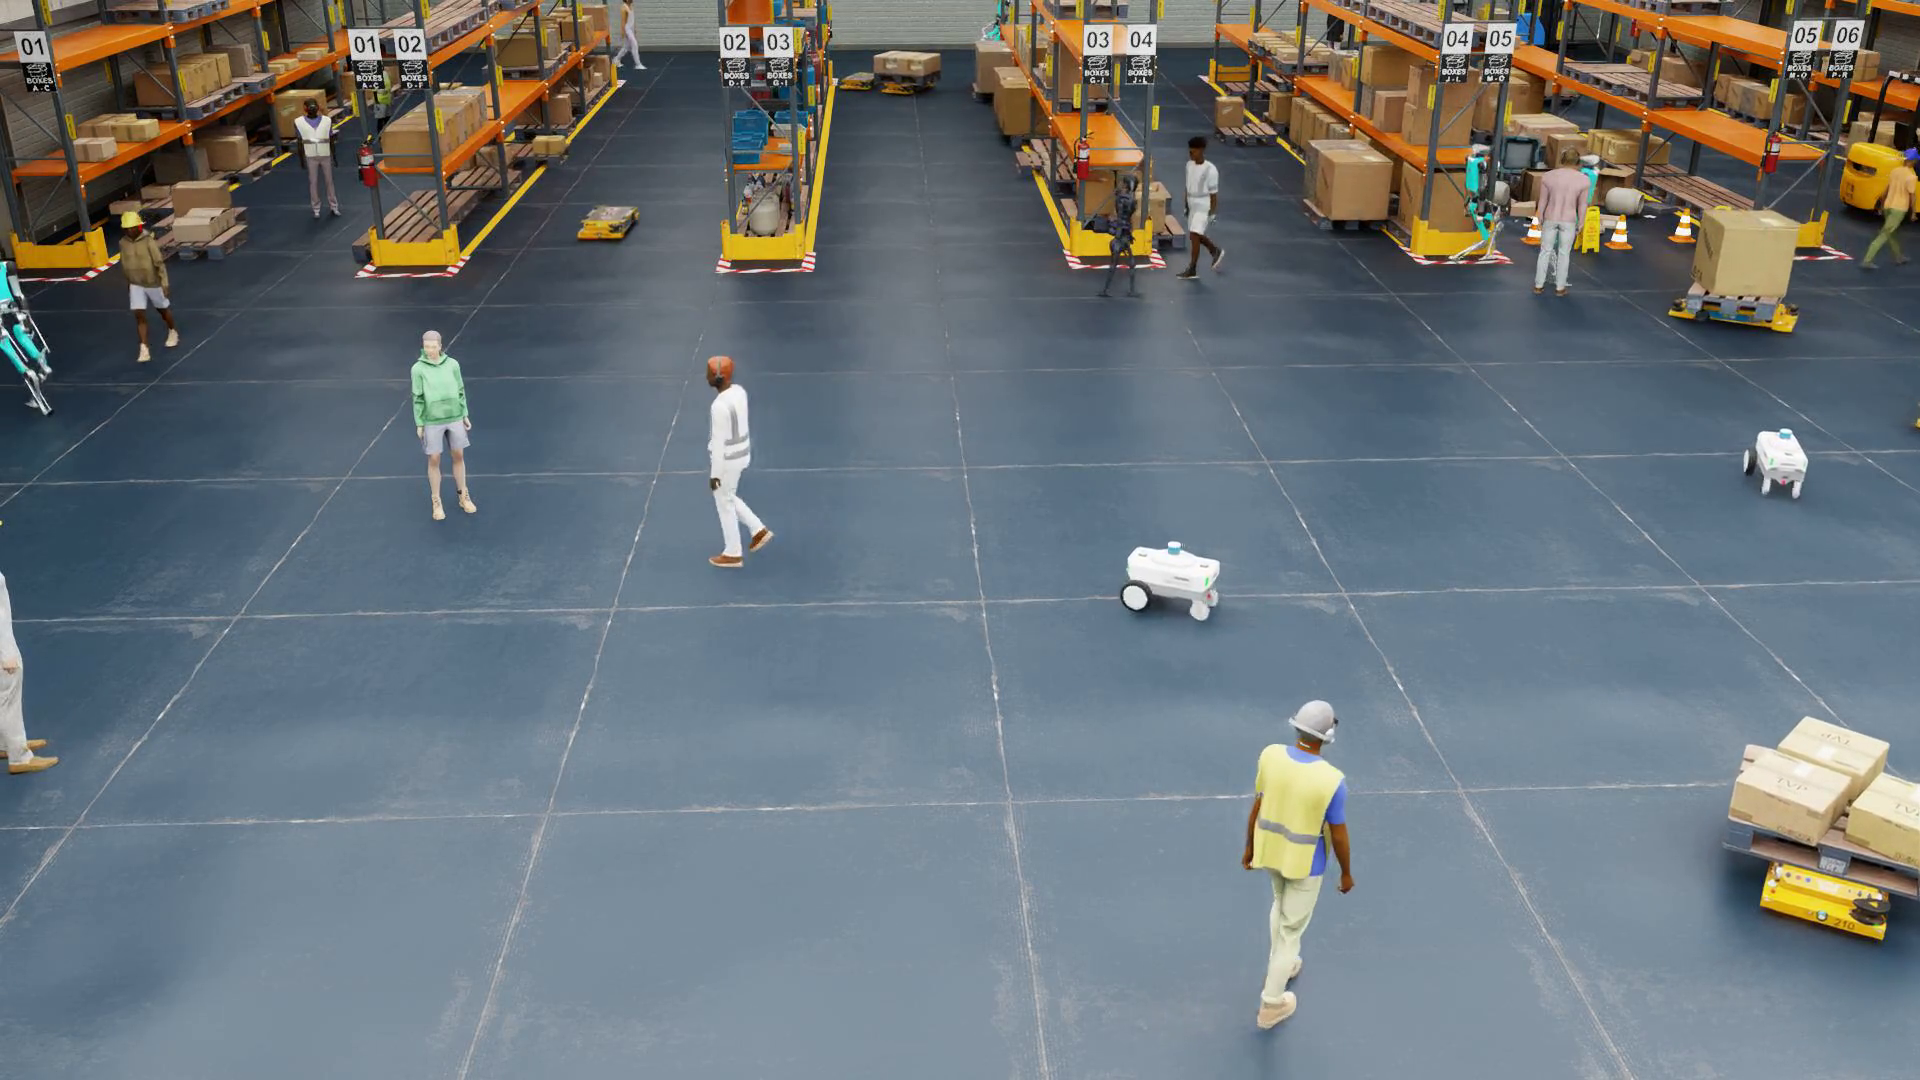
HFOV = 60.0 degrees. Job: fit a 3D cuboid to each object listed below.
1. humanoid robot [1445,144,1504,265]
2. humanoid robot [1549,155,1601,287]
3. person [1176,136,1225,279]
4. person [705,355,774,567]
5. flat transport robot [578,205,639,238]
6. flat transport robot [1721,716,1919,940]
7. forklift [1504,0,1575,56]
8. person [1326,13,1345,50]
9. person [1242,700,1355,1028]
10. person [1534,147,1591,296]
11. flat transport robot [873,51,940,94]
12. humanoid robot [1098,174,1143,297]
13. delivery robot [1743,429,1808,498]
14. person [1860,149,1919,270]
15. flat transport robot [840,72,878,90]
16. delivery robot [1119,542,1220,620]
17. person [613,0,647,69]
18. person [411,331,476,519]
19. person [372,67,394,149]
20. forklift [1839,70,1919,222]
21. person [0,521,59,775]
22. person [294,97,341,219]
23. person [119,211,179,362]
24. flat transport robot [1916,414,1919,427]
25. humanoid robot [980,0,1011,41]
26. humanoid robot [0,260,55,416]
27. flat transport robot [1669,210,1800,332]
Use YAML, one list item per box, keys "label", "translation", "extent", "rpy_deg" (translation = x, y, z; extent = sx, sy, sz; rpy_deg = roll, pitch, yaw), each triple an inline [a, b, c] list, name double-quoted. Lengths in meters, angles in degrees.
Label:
- label: "humanoid robot"
  translation: [7.269, -4.618, 23.047]
  extent: [1.028, 1.727, 0.548]
  rpy_deg: [-4, 24, -8]
- label: "humanoid robot"
  translation: [8.090, -4.297, 22.302]
  extent: [0.764, 1.777, 0.544]
  rpy_deg: [19, 30, 36]
- label: "person"
  translation: [3.326, -4.546, 22.647]
  extent: [0.758, 1.934, 0.635]
  rpy_deg: [-11, 26, -24]
- label: "person"
  translation: [-1.927, -0.651, 13.976]
  extent: [0.470, 1.870, 0.579]
  rpy_deg: [4, 24, 8]
- label: "flat transport robot"
  translation: [-5.359, -4.862, 25.398]
  extent: [0.659, 0.231, 1.431]
  rpy_deg: [0, 24, 1]
- label: "flat transport robot"
  translation: [5.362, 1.908, 10.185]
  extent: [0.659, 0.231, 1.431]
  rpy_deg: [13, 27, 27]
- label: "forklift"
  translation: [14.700, -13.805, 42.301]
  extent: [1.873, 2.768, 1.129]
  rpy_deg: [-1, 24, -2]
- label: "person"
  translation: [8.958, -12.106, 39.723]
  extent: [0.411, 1.856, 0.531]
  rpy_deg: [-12, 27, -25]
- label: "person"
  translation: [1.808, 1.666, 8.766]
  extent: [0.561, 1.863, 0.732]
  rpy_deg: [21, 31, 39]
- label: "person"
  translation: [7.870, -4.166, 21.802]
  extent: [0.621, 1.932, 0.369]
  rpy_deg: [10, 26, 22]
- label: "flat transport robot"
  translation: [-1.170, -10.240, 37.481]
  extent: [0.659, 0.231, 1.431]
  rpy_deg: [10, 26, 21]
- label: "humanoid robot"
  translation: [2.112, -3.960, 21.658]
  extent: [0.573, 1.629, 0.613]
  rpy_deg: [10, 26, 22]
- label: "delivery robot"
  translation: [7.804, -0.769, 15.824]
  extent: [0.499, 0.576, 0.757]
  rpy_deg: [6, 25, 14]
- label: "person"
  translation: [13.004, -4.576, 23.029]
  extent: [0.919, 1.658, 0.459]
  rpy_deg: [-6, 25, -13]
- label: "flat transport robot"
  translation: [-2.225, -10.492, 38.047]
  extent: [0.659, 0.231, 1.431]
  rpy_deg: [6, 25, 13]
- label: "delivery robot"
  translation: [1.714, 0.294, 13.429]
  extent: [0.747, 0.570, 0.499]
  rpy_deg: [10, 26, 22]
- label: "person"
  translation: [-8.088, -12.388, 40.400]
  extent: [0.866, 1.827, 0.518]
  rpy_deg: [5, 25, 12]
- label: "person"
  translation: [-4.679, -1.055, 15.031]
  extent: [0.482, 1.740, 0.335]
  rpy_deg: [-14, 28, -29]
- label: "person"
  translation: [-10.782, -8.180, 31.092]
  extent: [0.322, 1.696, 0.535]
  rpy_deg: [6, 25, 14]
- label: "forklift"
  translation: [15.132, -6.143, 25.915]
  extent: [2.313, 2.155, 1.214]
  rpy_deg: [-1, 24, -2]
- label: "person"
  translation: [-6.382, 0.645, 11.025]
  extent: [0.373, 1.894, 0.583]
  rpy_deg: [-18, 30, -35]
- label: "person"
  translation: [-10.005, -5.960, 25.920]
  extent: [0.567, 1.849, 0.386]
  rpy_deg: [-13, 27, -27]
- label: "person"
  translation: [-9.504, -3.012, 19.463]
  extent: [0.551, 1.717, 0.912]
  rpy_deg: [-1, 24, -3]
- label: "flat transport robot"
  translation: [10.736, -1.207, 17.185]
  extent: [1.431, 0.231, 0.659]
  rpy_deg: [15, 28, 30]
- label: "humanoid robot"
  translation: [0.835, -12.687, 41.201]
  extent: [0.976, 1.745, 0.530]
  rpy_deg: [-10, 26, -22]
- label: "humanoid robot"
  translation: [-9.915, -2.130, 17.553]
  extent: [0.840, 1.860, 0.548]
  rpy_deg: [16, 28, 31]
- label: "flat transport robot"
  translation: [9.752, -2.885, 20.954]
  extent: [1.431, 0.231, 0.659]
  rpy_deg: [14, 27, 28]
